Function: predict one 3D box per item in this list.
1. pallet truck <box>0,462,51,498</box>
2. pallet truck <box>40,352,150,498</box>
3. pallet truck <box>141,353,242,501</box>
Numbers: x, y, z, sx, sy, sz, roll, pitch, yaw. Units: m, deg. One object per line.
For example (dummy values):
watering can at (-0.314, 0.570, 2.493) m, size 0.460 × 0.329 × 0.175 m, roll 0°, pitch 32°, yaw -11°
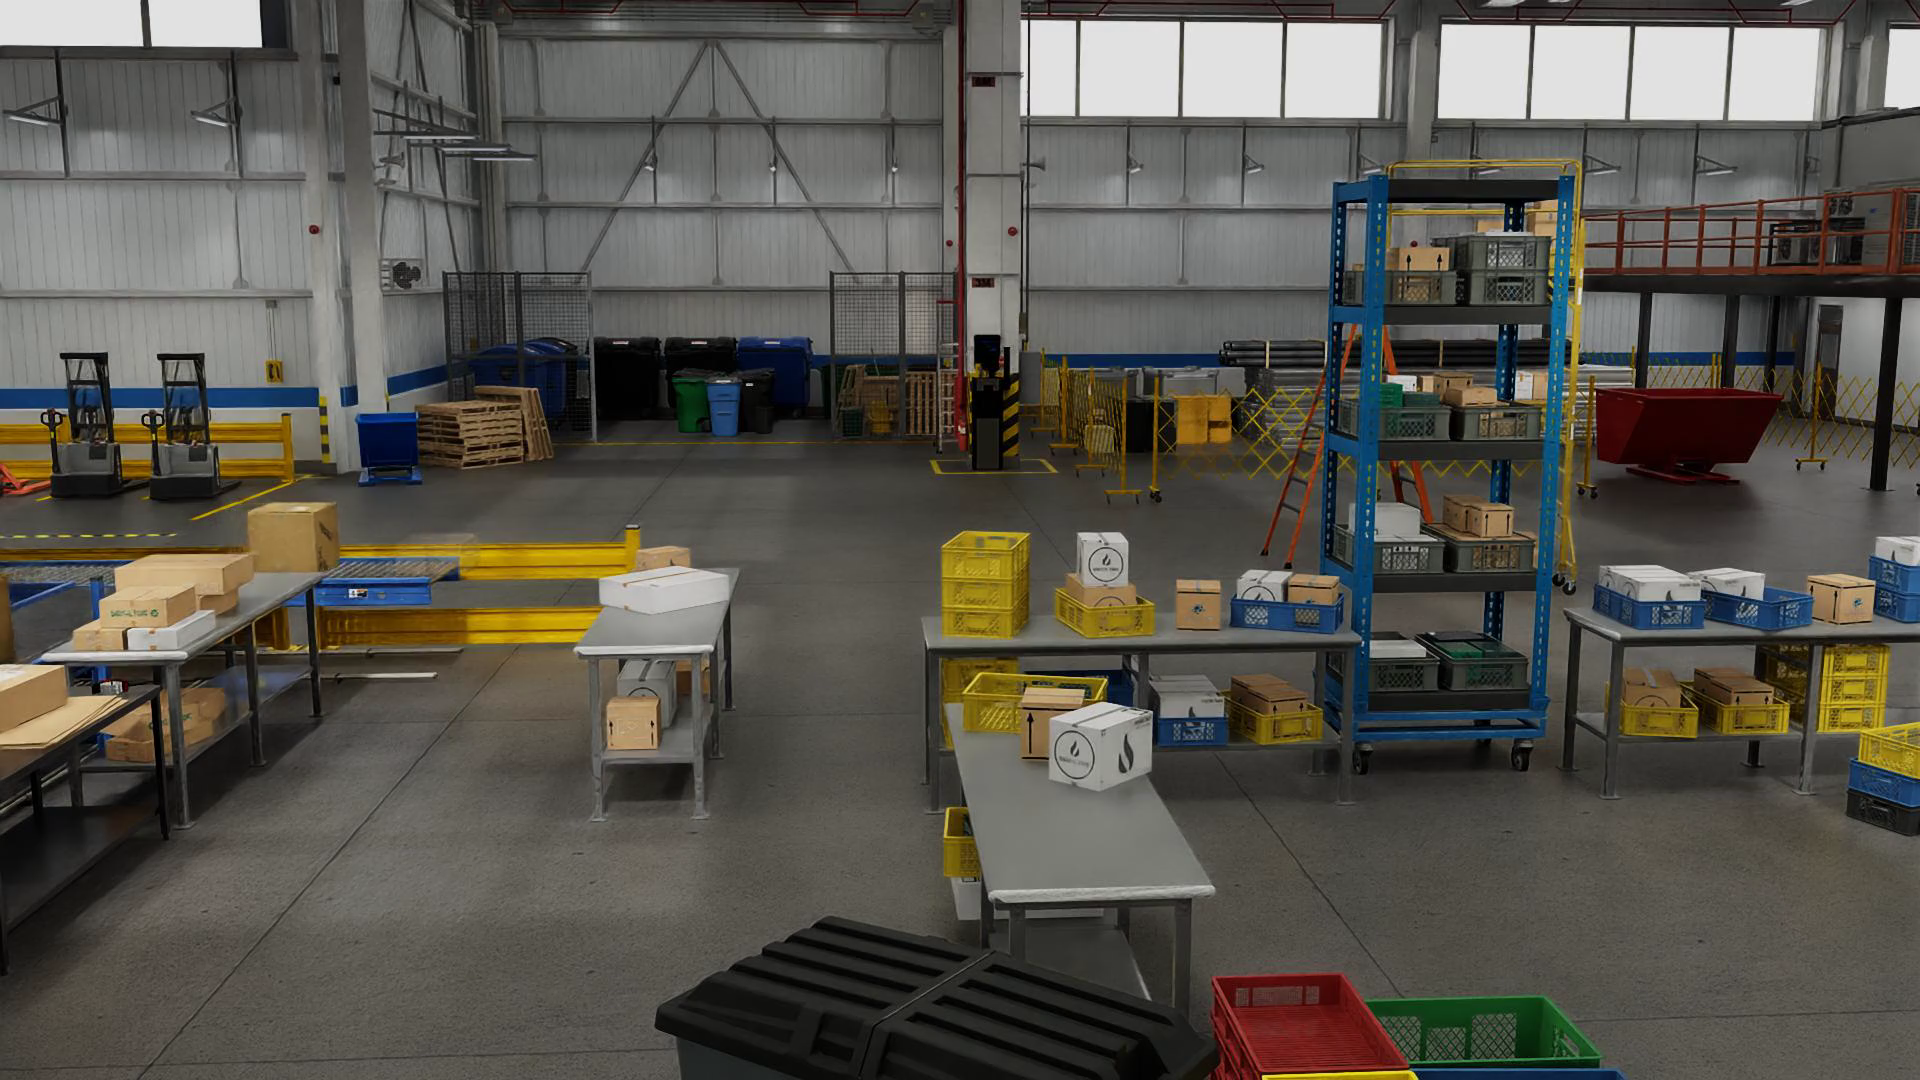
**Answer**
pallet truck at (-13.193, -1.293, 23.148) m, size 0.653 × 1.274 × 1.630 m, roll -1°, pitch 9°, yaw -4°
pallet truck at (-11.907, -1.642, 23.165) m, size 0.823 × 1.965 × 1.885 m, roll 0°, pitch 9°, yaw 0°
pallet truck at (-10.520, -1.604, 22.925) m, size 0.823 × 1.965 × 1.885 m, roll -1°, pitch 9°, yaw -6°
